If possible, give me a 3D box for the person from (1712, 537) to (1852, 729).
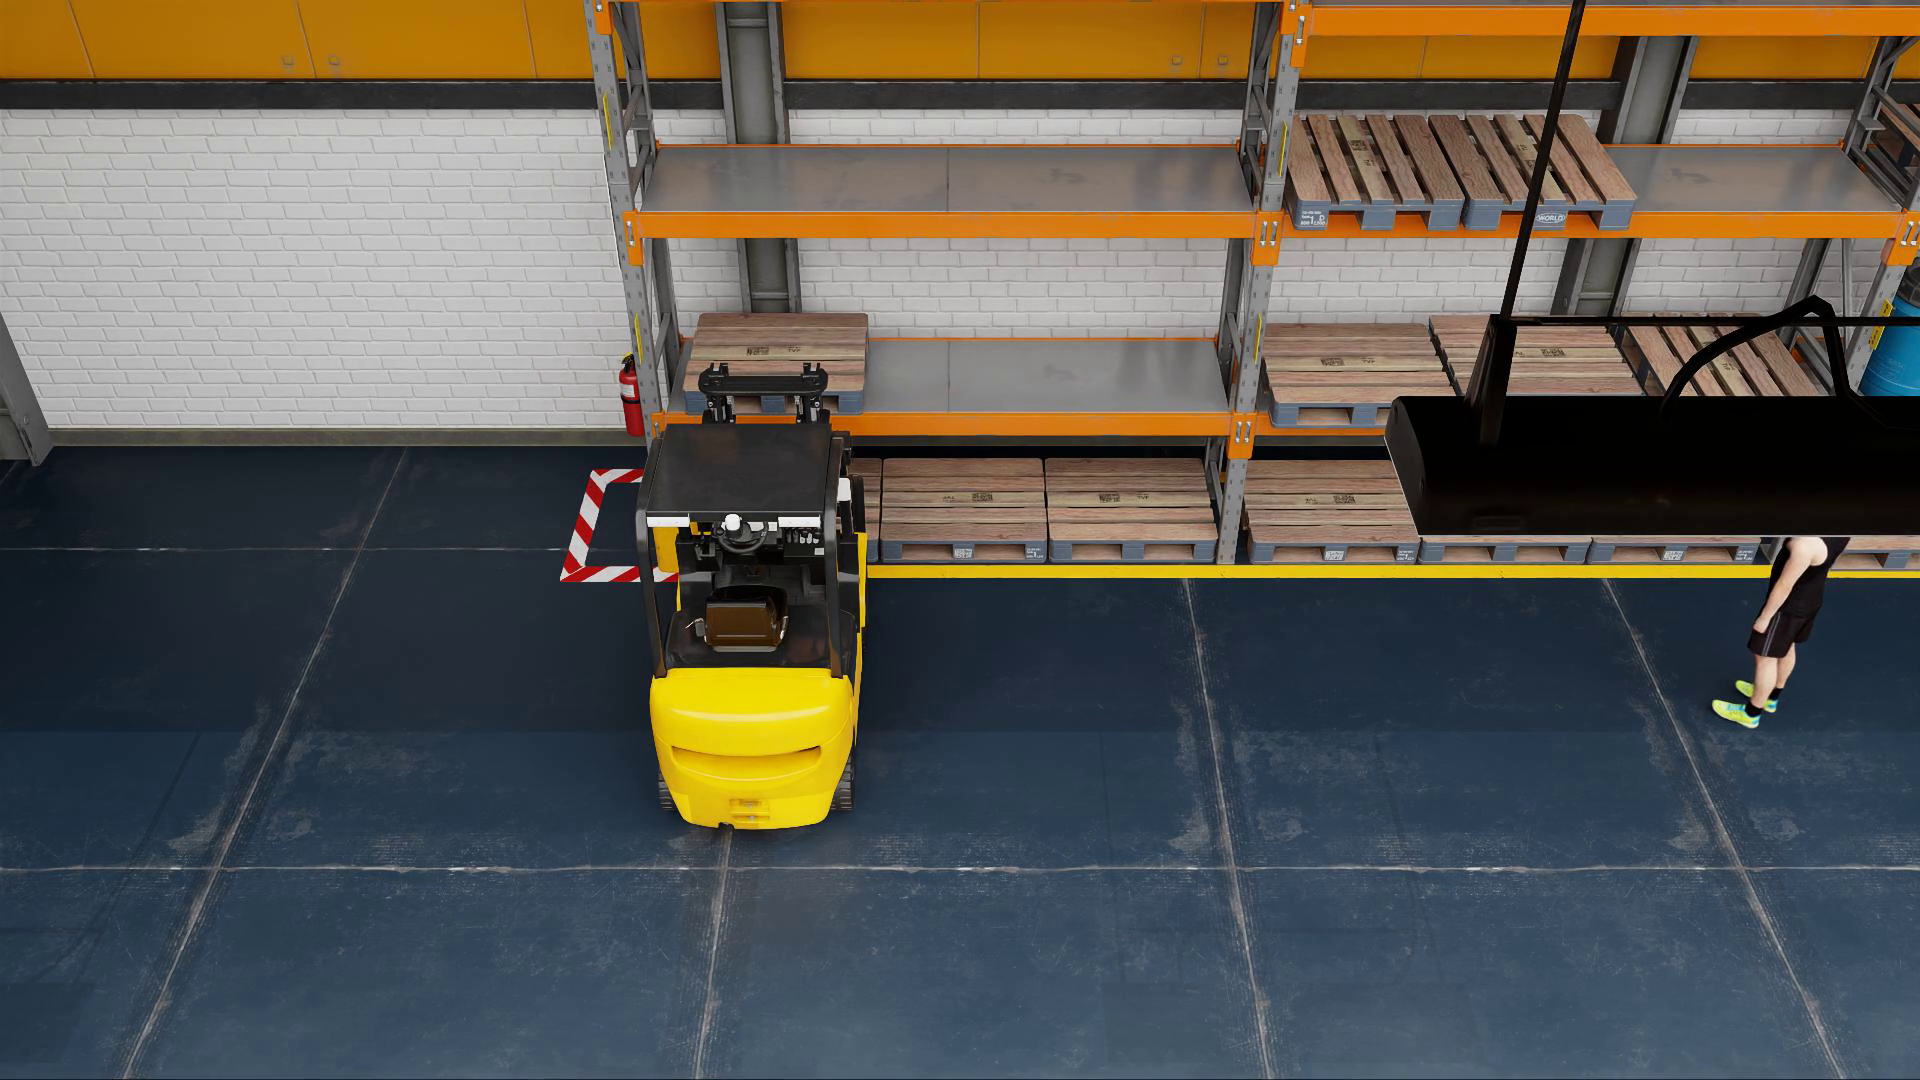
[{"bbox_3d":[5.137,0.373,10.257,0.717,1.888,0.796,-28,47,-31],"label":"person"}]
